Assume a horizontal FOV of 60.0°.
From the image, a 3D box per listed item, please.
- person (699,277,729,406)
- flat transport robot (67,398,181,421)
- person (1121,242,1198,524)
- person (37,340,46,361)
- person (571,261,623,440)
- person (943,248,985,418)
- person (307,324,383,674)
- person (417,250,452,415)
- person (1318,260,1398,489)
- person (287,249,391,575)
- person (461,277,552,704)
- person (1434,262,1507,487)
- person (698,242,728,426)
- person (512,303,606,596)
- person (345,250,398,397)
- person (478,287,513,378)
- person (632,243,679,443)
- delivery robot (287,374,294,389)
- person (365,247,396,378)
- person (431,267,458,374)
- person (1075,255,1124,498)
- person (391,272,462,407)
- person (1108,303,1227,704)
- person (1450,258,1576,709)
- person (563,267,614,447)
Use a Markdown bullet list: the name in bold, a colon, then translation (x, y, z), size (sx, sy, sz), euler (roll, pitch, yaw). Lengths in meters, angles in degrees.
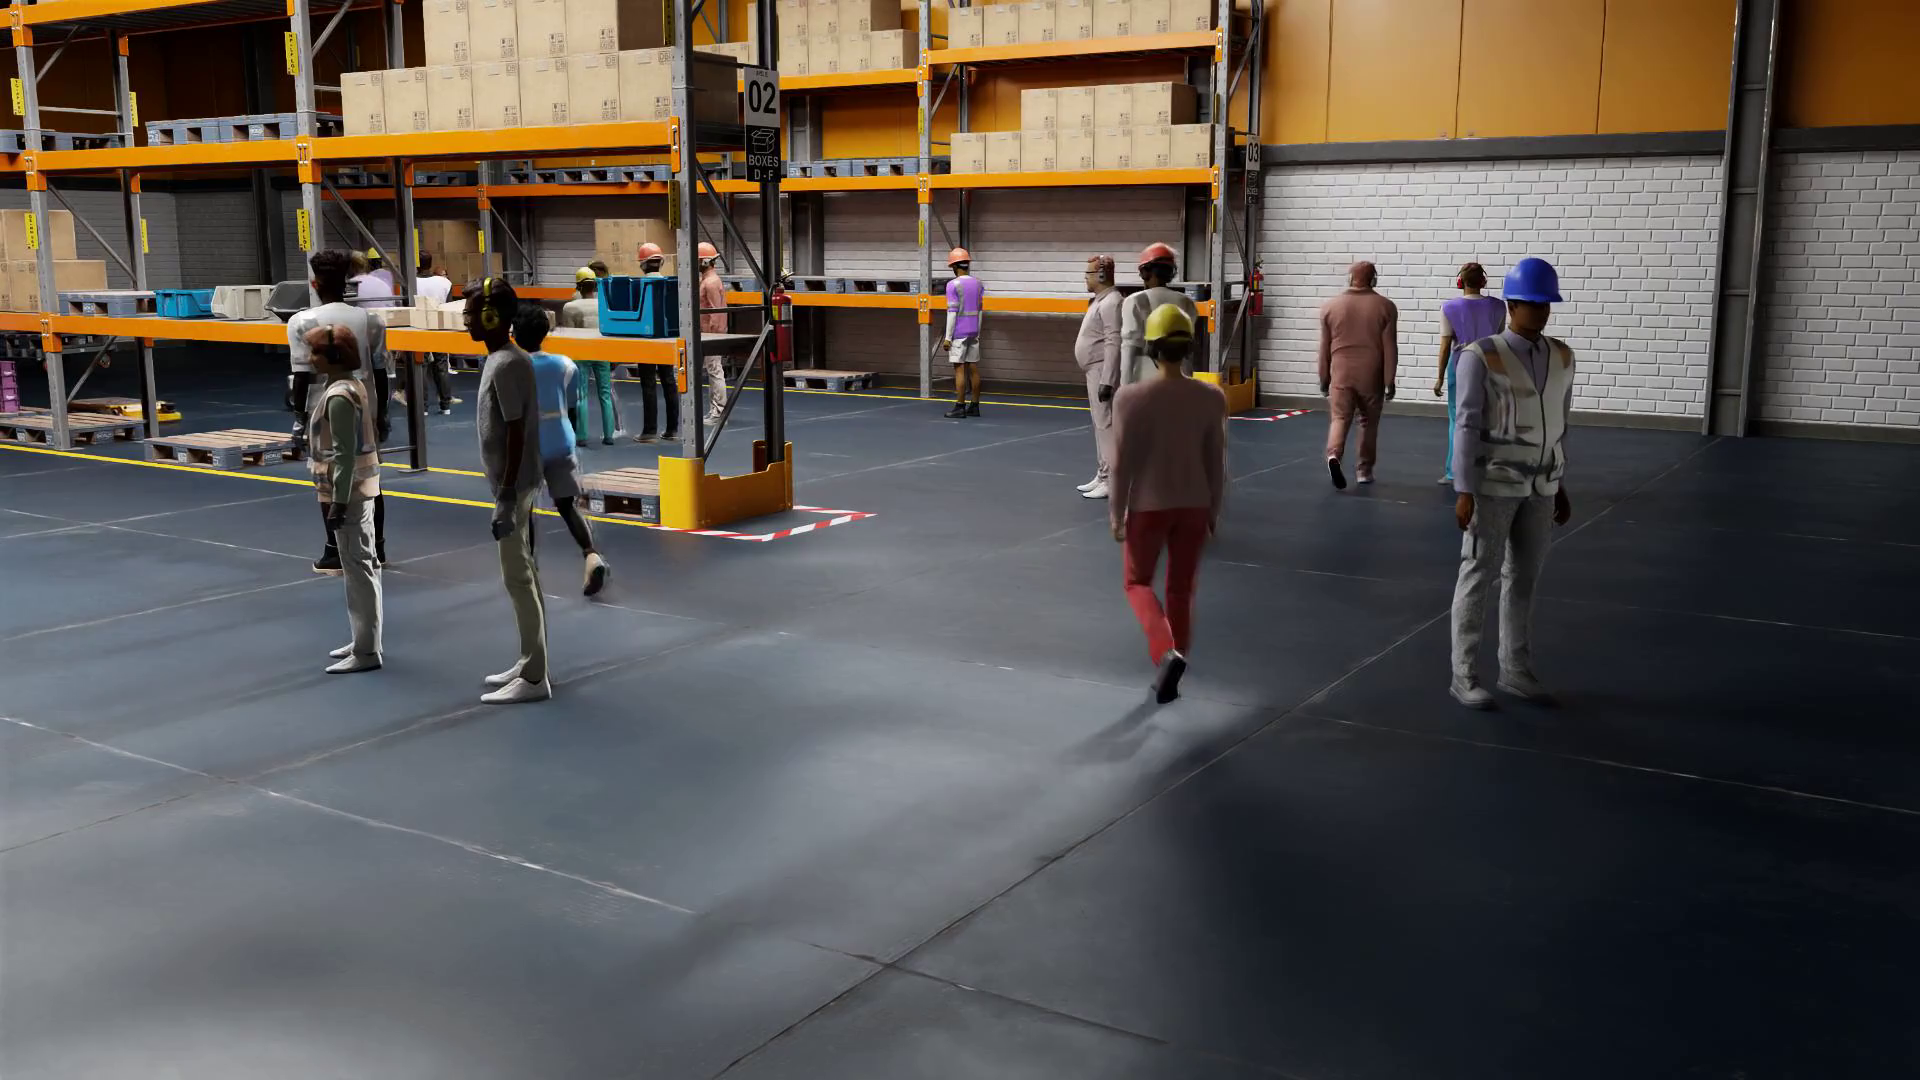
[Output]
- **person**: translation (-2.820, -2.117, 18.486), size (0.497, 1.634, 0.279), euler (-4, 11, -20)
- **flat transport robot**: translation (-9.439, -1.451, 18.577), size (1.431, 0.197, 0.652), euler (6, 12, 31)
- **person**: translation (1.396, -1.084, 11.750), size (0.631, 2.004, 0.603), euler (-4, 11, -22)
- **person**: translation (-15.366, -3.812, 27.903), size (0.501, 1.629, 0.272), euler (5, 12, 28)
- **person**: translation (-3.715, -1.874, 16.661), size (0.576, 1.814, 0.801), euler (2, 10, 11)
- **person**: translation (0.018, -2.347, 18.952), size (0.542, 1.928, 0.374), euler (-10, 14, -44)
- **person**: translation (-2.884, -0.195, 7.828), size (0.310, 1.638, 0.514), euler (-3, 11, -14)
- **person**: translation (-6.160, -2.395, 19.282), size (0.582, 1.911, 0.391), euler (-5, 11, -24)
- **person**: translation (3.240, -1.349, 13.617), size (0.649, 1.868, 0.869), euler (4, 11, 22)
- **person**: translation (-3.762, -0.770, 10.103), size (0.617, 1.963, 0.361), euler (-10, 14, -43)
- **person**: translation (-1.984, -0.212, 7.292), size (0.309, 1.864, 0.535), euler (-2, 10, -10)
- **person**: translation (4.172, -1.338, 13.607), size (0.563, 1.838, 0.390), euler (-1, 10, -6)
- **person**: translation (-2.746, -2.247, 18.209), size (0.396, 1.992, 0.619), euler (-2, 10, -10)
- **person**: translation (-2.338, -0.507, 9.459), size (0.540, 1.675, 0.780), euler (-10, 14, -42)
- **person**: translation (-6.001, -1.946, 16.732), size (0.512, 1.921, 0.656), euler (6, 12, 30)
- **person**: translation (-4.028, -1.447, 14.785), size (0.519, 1.634, 0.311), euler (-8, 13, -38)
- **person**: translation (-3.059, -1.966, 16.654), size (0.384, 1.991, 0.622), euler (10, 14, 43)
- **delivery robot**: translation (-7.629, -1.872, 19.862), size (0.707, 0.478, 0.477), euler (-1, 10, -6)
- **person**: translation (-8.447, -3.294, 24.234), size (0.390, 1.922, 0.588), euler (2, 10, 10)
- **person**: translation (-7.795, -3.287, 25.007), size (0.284, 1.626, 0.493), euler (4, 11, 23)
- **person**: translation (1.104, -1.283, 13.111), size (0.403, 1.906, 0.651), euler (0, 10, -1)
- **person**: translation (-6.571, -2.452, 20.282), size (0.868, 1.662, 0.533), euler (-6, 12, -32)
- **person**: translation (0.910, -0.131, 7.150), size (0.523, 1.755, 0.568), euler (-2, 10, -11)
- **person**: translation (2.403, -0.239, 7.214), size (0.614, 1.945, 0.404), euler (-4, 11, -22)
- **person**: translation (-3.647, -1.796, 16.368), size (0.527, 1.760, 0.339), euler (-6, 12, -31)
